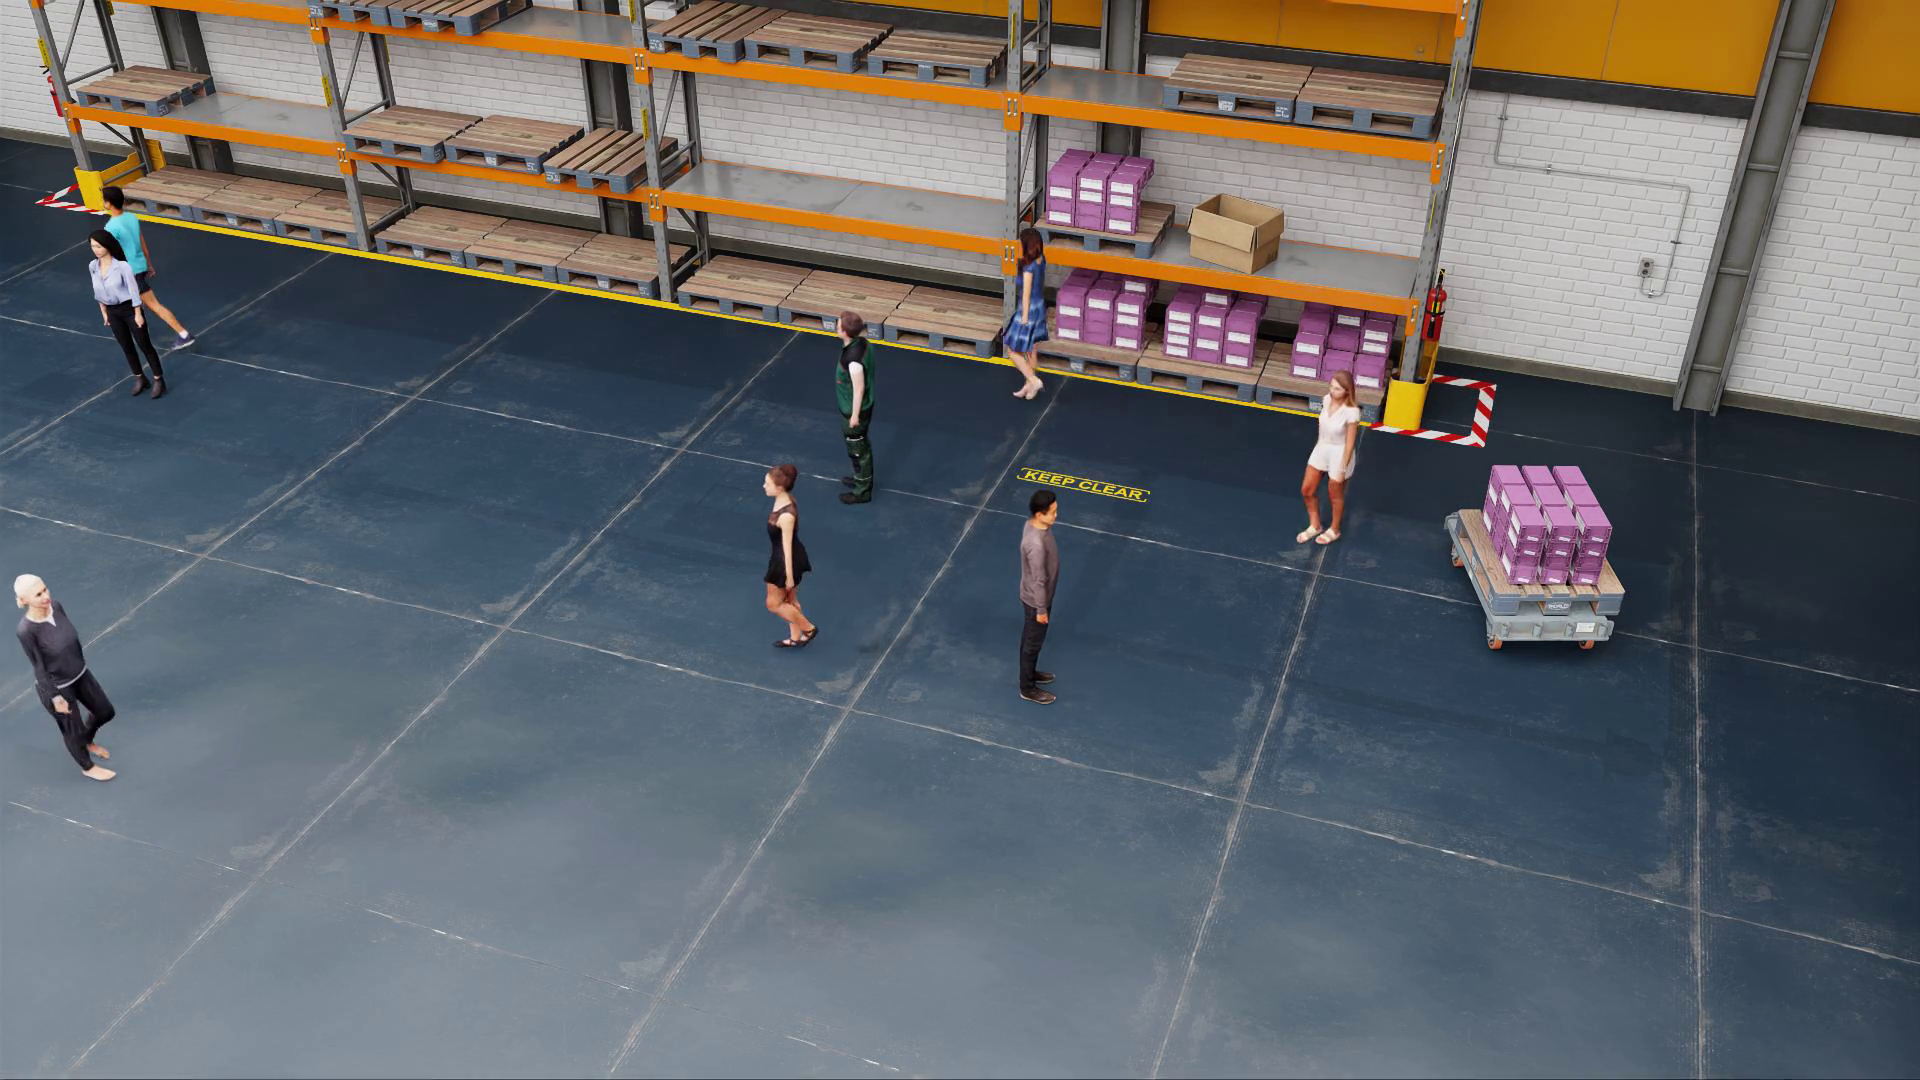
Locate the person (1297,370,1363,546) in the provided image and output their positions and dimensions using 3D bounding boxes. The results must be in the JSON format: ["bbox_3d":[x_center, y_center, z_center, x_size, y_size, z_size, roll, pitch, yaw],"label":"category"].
[{"bbox_3d":[3.205,-0.708,13.988,0.793,1.677,0.728,-21,39,-28],"label":"person"}]

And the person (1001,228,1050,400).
[{"bbox_3d":[0.733,-2.127,16.018,0.666,1.793,0.667,10,35,15],"label":"person"}]

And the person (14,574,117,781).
[{"bbox_3d":[-6.253,0.946,11.467,0.638,1.714,0.633,8,34,12],"label":"person"}]

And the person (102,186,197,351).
[{"bbox_3d":[-8.337,-2.717,16.961,1.246,1.732,0.852,3,34,4],"label":"person"}]

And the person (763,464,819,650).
[{"bbox_3d":[-1.242,0.163,12.686,0.749,1.667,0.706,-4,34,-5],"label":"person"}]

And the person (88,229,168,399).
[{"bbox_3d":[-8.109,-2.201,16.173,0.553,1.744,0.733,5,34,8],"label":"person"}]

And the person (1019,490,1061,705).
[{"bbox_3d":[0.561,0.395,12.250,0.629,1.764,0.699,5,34,7],"label":"person"}]

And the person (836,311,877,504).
[{"bbox_3d":[-0.912,-1.171,14.537,0.673,1.841,0.700,2,34,3],"label":"person"}]
